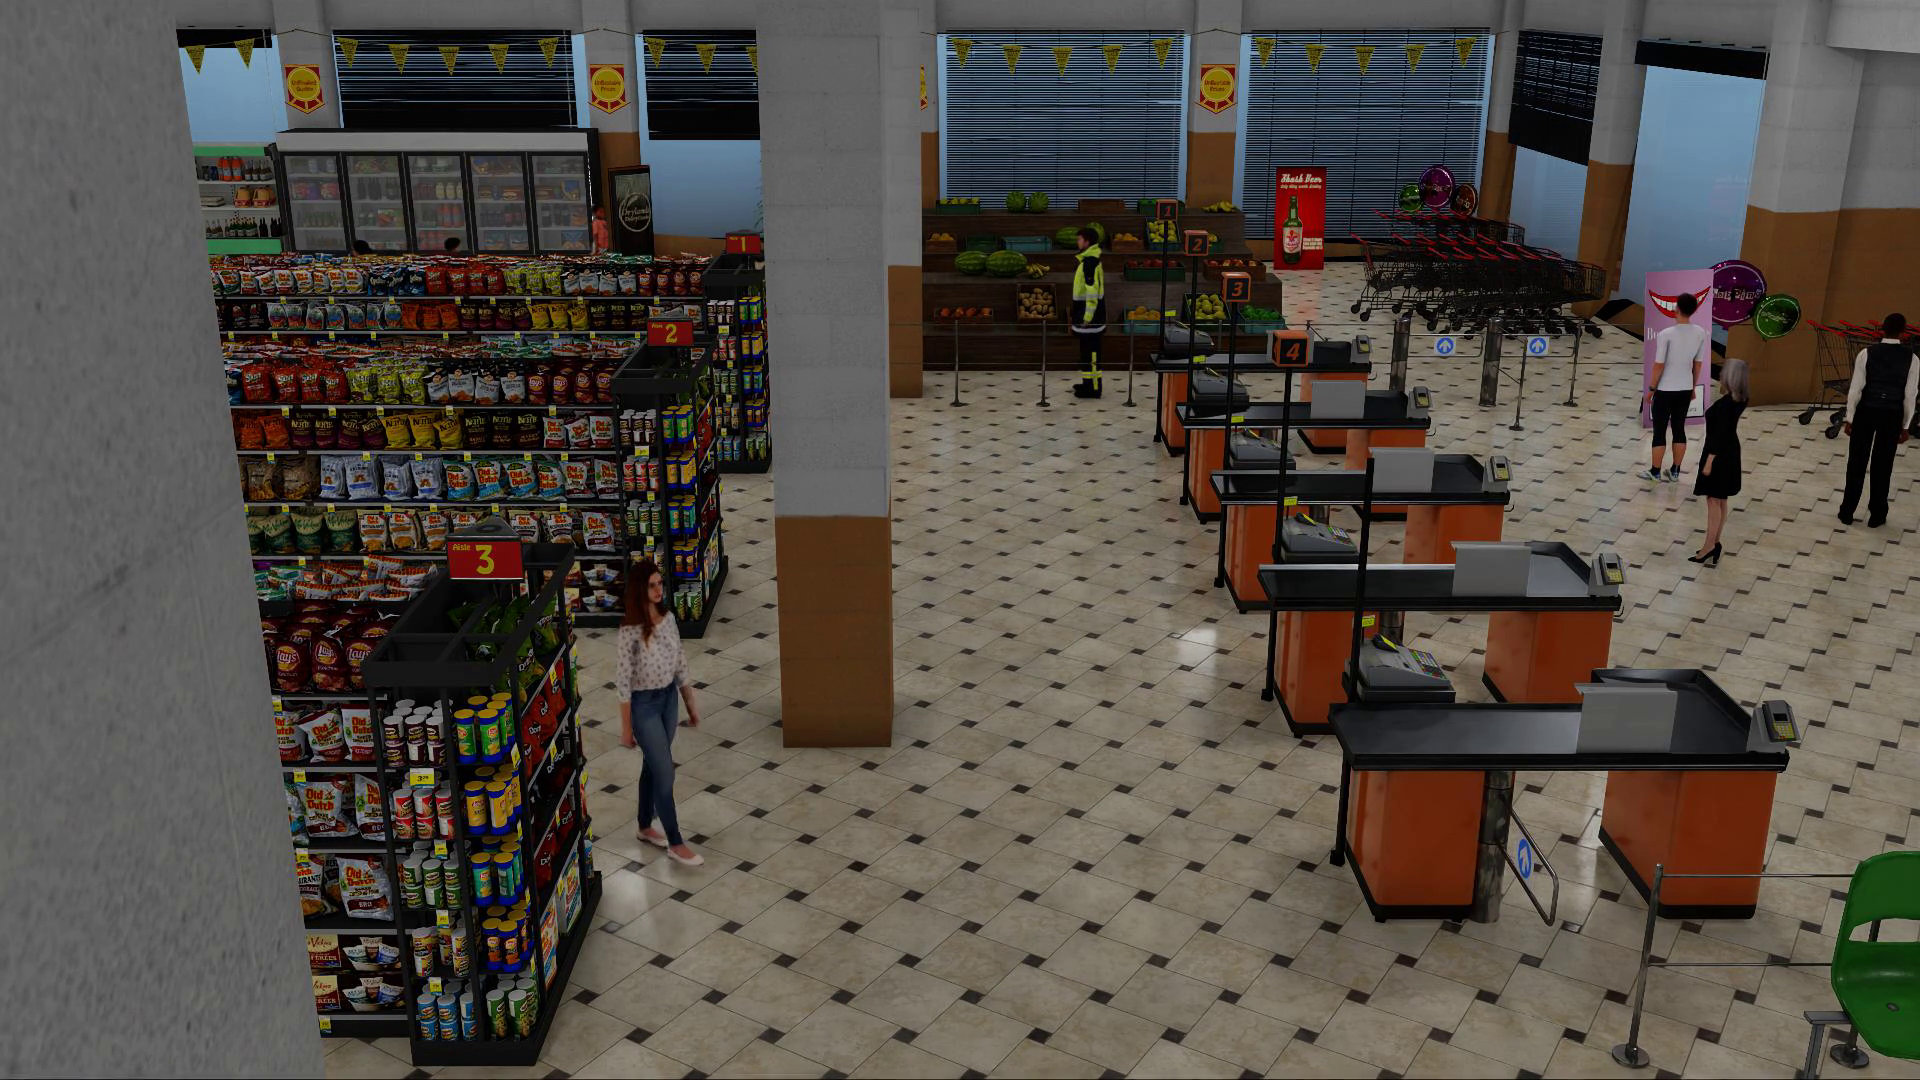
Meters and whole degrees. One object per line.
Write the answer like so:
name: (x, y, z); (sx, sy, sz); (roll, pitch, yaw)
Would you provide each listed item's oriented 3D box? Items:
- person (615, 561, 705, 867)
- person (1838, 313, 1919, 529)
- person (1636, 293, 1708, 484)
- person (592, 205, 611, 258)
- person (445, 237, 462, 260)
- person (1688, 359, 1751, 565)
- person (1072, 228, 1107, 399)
person: (-1.767, 0.926, 9.214); (0.931, 1.715, 0.826); (11, 22, 30)
person: (8.177, -1.071, 14.818); (0.704, 1.919, 0.840); (10, 21, 27)
person: (6.925, -1.474, 16.118); (0.569, 1.852, 0.764); (-4, 19, -10)
person: (-5.740, -4.690, 26.508); (0.574, 1.307, 0.545); (9, 21, 25)
person: (-7.219, -3.686, 23.684); (0.807, 1.210, 0.647); (-6, 20, -17)
person: (6.339, -0.663, 13.876); (0.747, 1.747, 0.697); (16, 24, 38)
person: (1.517, -2.667, 19.455); (0.647, 1.979, 0.780); (1, 19, 4)
